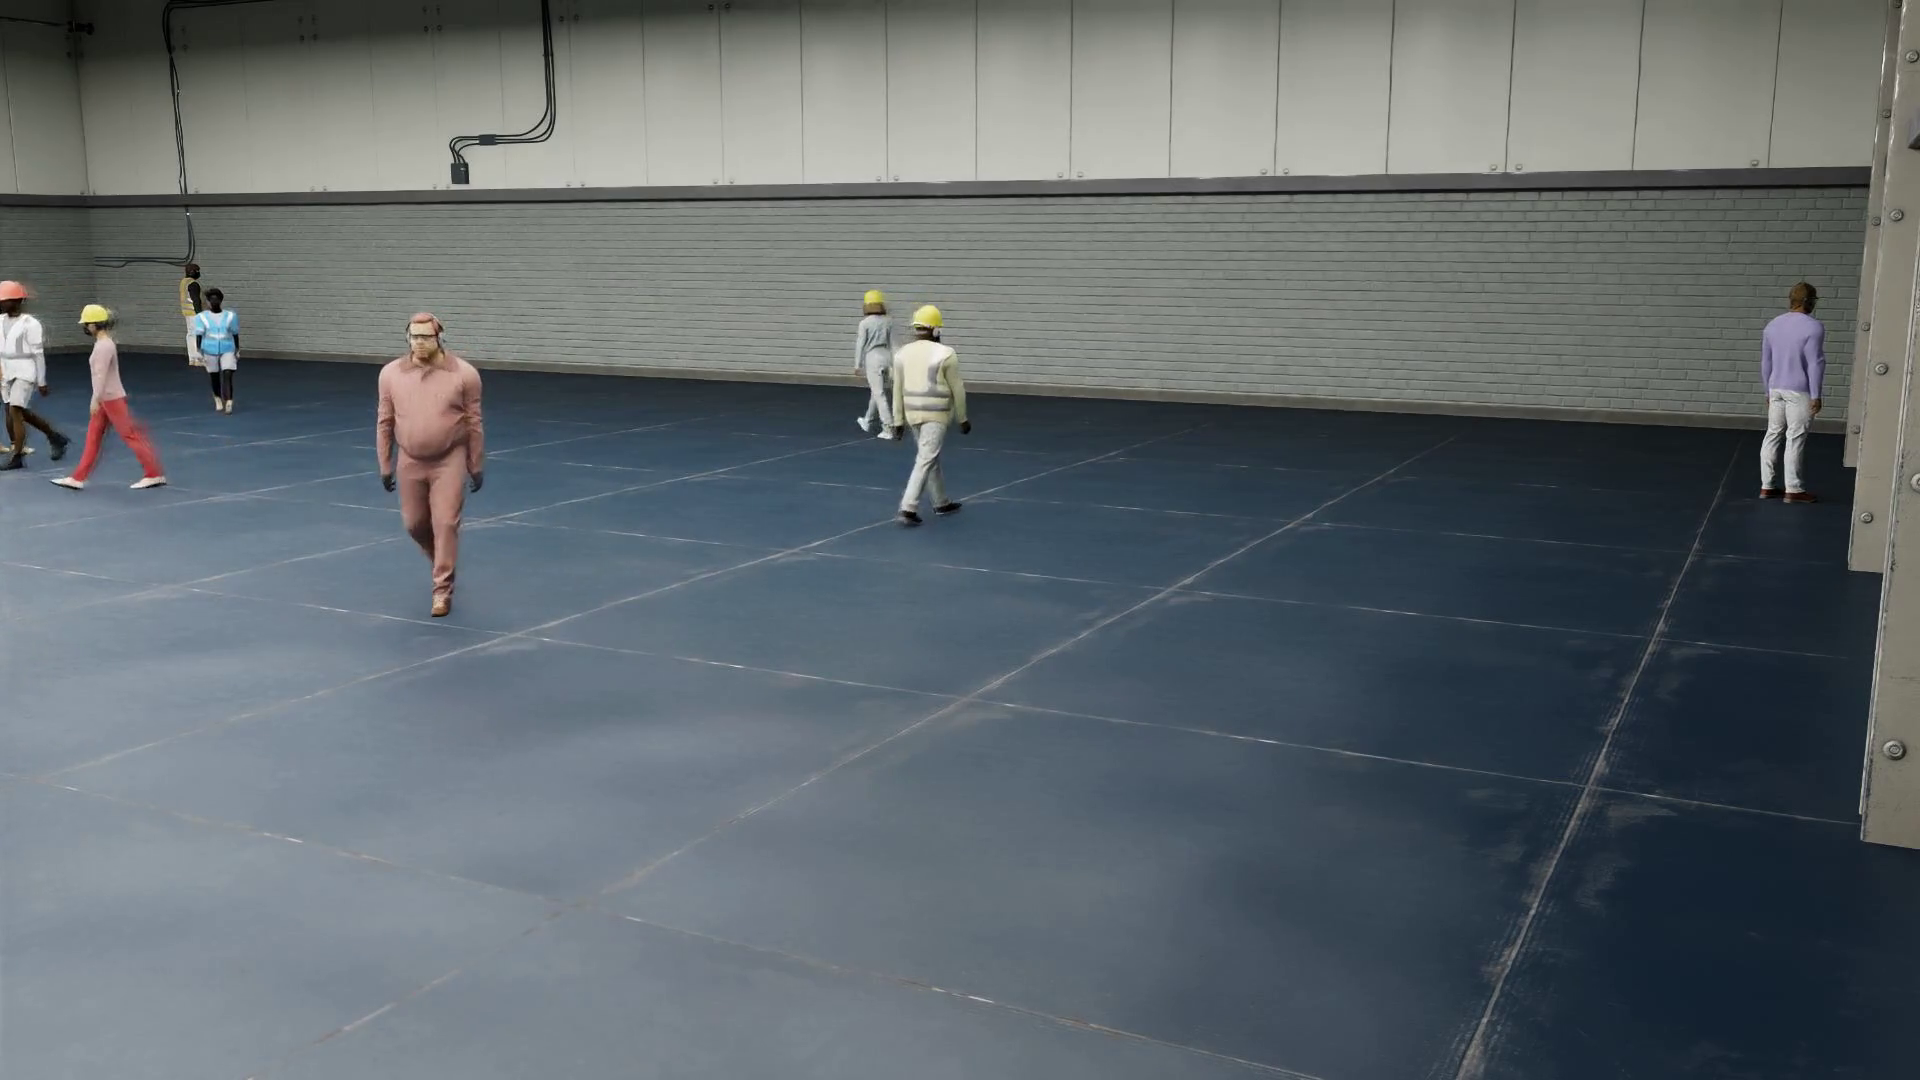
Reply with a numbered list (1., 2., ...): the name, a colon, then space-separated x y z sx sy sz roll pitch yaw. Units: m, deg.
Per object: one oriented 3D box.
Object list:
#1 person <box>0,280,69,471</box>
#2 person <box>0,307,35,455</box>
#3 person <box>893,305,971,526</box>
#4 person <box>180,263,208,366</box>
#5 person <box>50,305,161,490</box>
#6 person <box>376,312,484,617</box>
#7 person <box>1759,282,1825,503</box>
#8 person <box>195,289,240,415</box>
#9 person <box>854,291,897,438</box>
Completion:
1. person: -9.505 -1.687 16.932 0.561 1.912 0.886 4 11 22
2. person: -10.253 -1.743 17.784 0.536 1.696 0.322 3 11 15
3. person: -0.264 -1.020 13.624 0.582 1.790 0.949 8 13 37
4. person: -13.836 -4.073 30.097 0.429 1.841 0.633 -9 14 -40
5. person: -7.892 -1.300 15.304 0.925 1.710 0.548 -6 12 -29
6. person: -3.336 -0.504 10.527 0.654 1.880 0.801 -1 10 -4
7. person: 7.361 -1.299 14.707 0.371 1.940 0.627 -3 11 -18
8. person: -9.866 -2.516 22.119 0.540 1.655 0.874 -5 11 -24
9. person: -1.026 -2.057 19.496 0.502 1.687 0.903 -9 13 -39
